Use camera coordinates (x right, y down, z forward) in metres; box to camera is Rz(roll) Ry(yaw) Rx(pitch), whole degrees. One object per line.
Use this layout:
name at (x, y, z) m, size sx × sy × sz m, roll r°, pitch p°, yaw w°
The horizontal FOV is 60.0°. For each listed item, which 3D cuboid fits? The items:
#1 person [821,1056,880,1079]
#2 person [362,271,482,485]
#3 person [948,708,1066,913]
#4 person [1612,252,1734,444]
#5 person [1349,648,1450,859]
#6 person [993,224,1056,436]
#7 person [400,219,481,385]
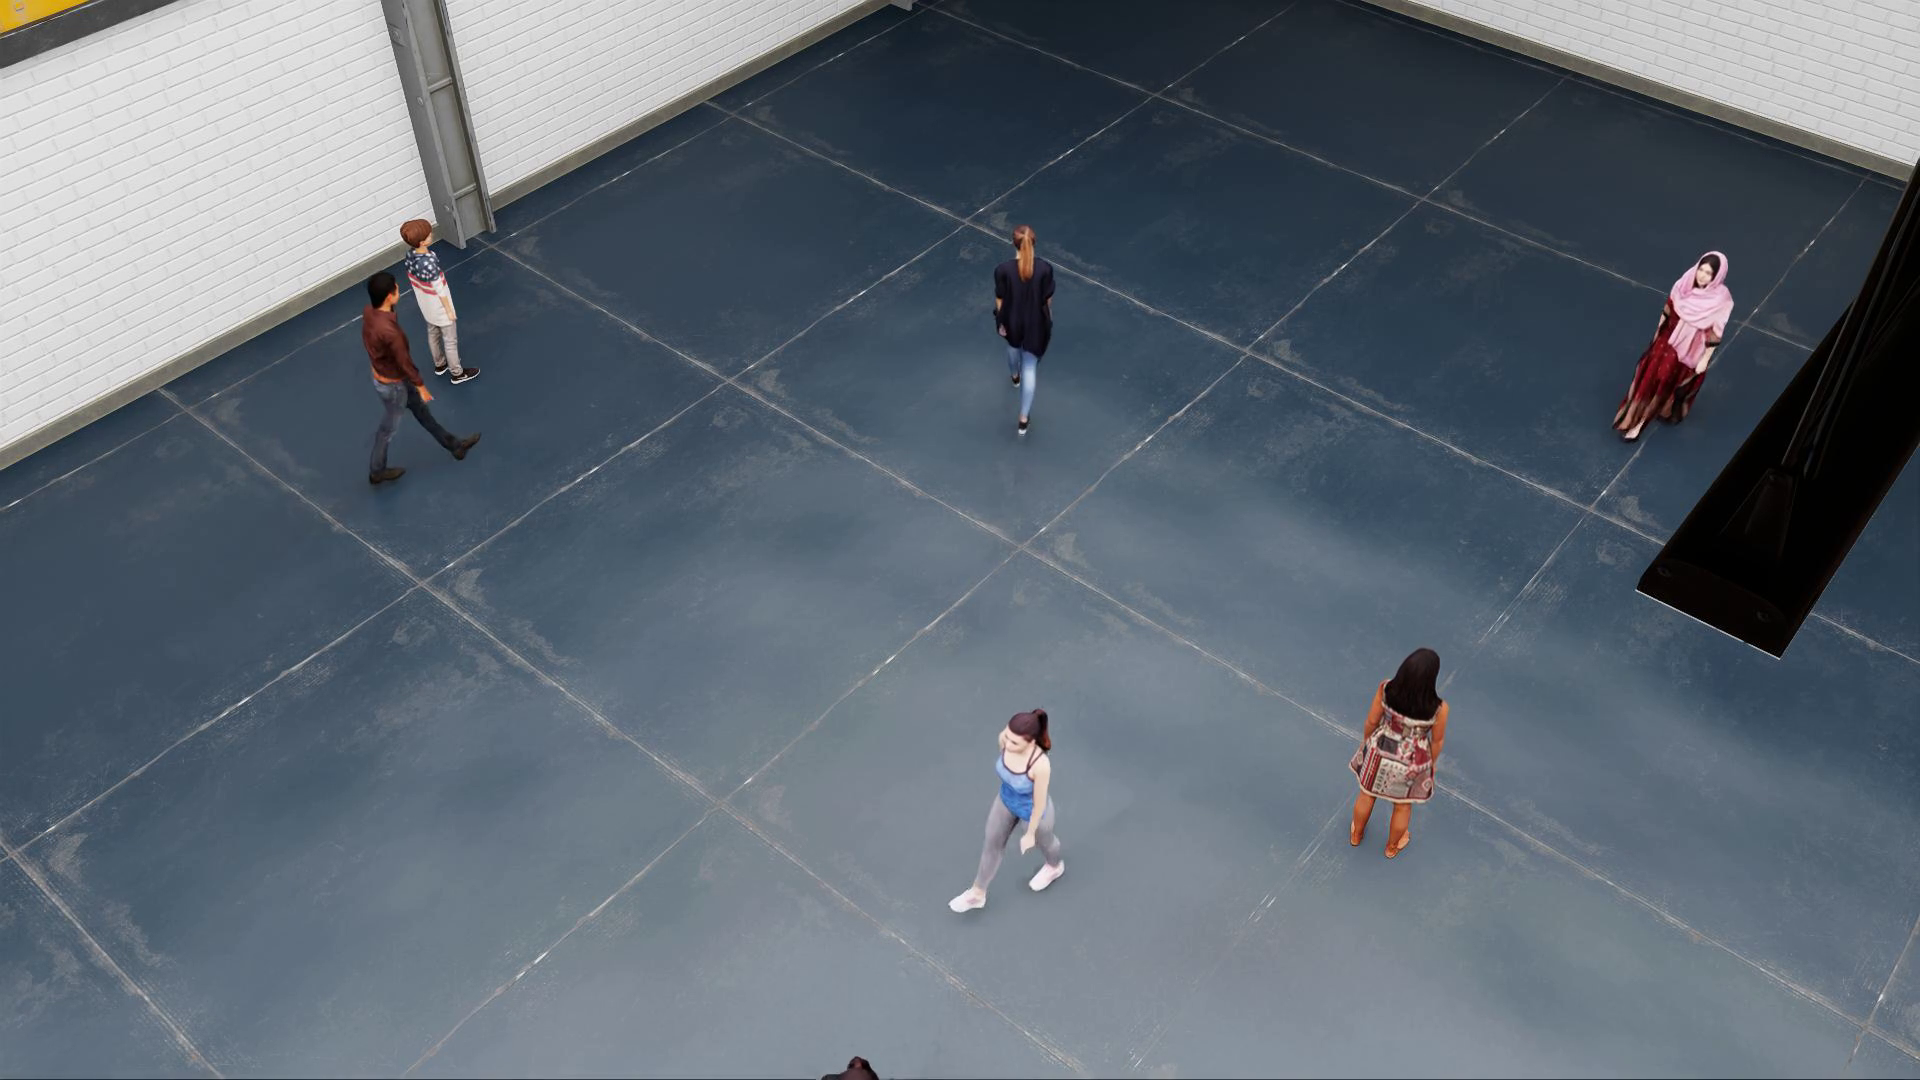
person at (-0.398, 2.797, 7.899) m, size 0.840 × 1.608 × 1.152 m, roll 20°, pitch 47°, yaw 20°
person at (-4.131, -1.070, 11.880) m, size 1.198 × 1.715 × 0.918 m, roll -23°, pitch 48°, yaw -22°
person at (0.422, 1.467, 9.318) m, size 1.035 × 1.575 × 0.717 m, roll -28°, pitch 50°, yaw -26°
person at (5.423, -1.479, 12.379) m, size 0.684 × 1.619 × 1.067 m, roll 33°, pitch 52°, yaw 30°
person at (2.507, 1.217, 9.531) m, size 0.694 × 1.645 × 0.604 m, roll 19°, pitch 47°, yaw 19°
person at (0.487, -1.561, 12.449) m, size 1.023 × 1.641 × 1.201 m, roll 4°, pitch 44°, yaw 4°
person at (-4.083, -1.865, 12.915) m, size 0.513 × 1.439 × 0.471 m, roll 30°, pitch 51°, yaw 27°
